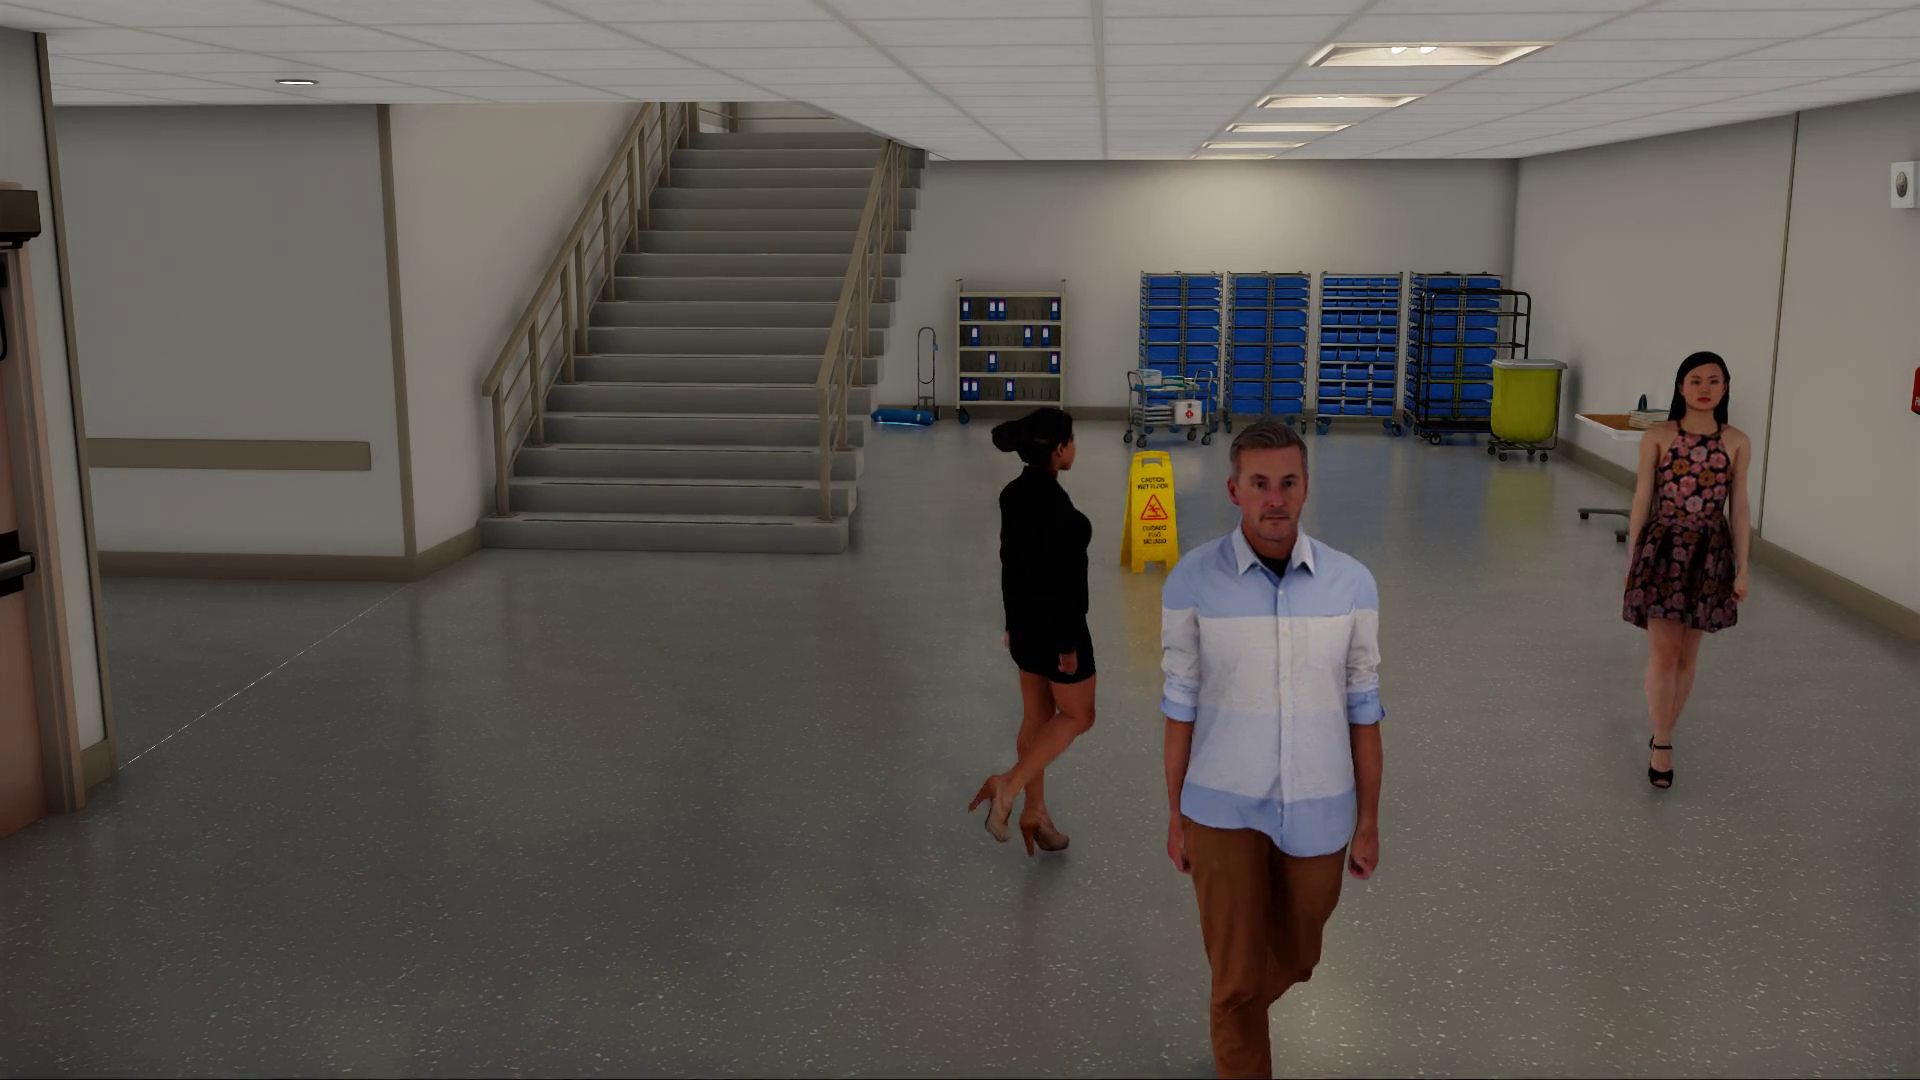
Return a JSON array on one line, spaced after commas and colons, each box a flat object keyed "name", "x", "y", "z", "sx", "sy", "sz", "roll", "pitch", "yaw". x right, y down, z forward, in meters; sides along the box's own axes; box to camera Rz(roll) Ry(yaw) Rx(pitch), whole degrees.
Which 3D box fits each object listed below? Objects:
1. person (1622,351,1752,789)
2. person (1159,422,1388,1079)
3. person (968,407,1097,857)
[{"name": "person", "x": 2.920, "y": 0.119, "z": 6.754, "sx": 0.652, "sy": 1.764, "sz": 0.744, "roll": 2, "pitch": 11, "yaw": 11}, {"name": "person", "x": 0.732, "y": 0.621, "z": 4.020, "sx": 0.776, "sy": 1.796, "sz": 1.141, "roll": -1, "pitch": 11, "yaw": -3}, {"name": "person", "x": 0.238, "y": 0.363, "z": 5.830, "sx": 0.817, "sy": 1.627, "sz": 0.780, "roll": -5, "pitch": 12, "yaw": -26}]
